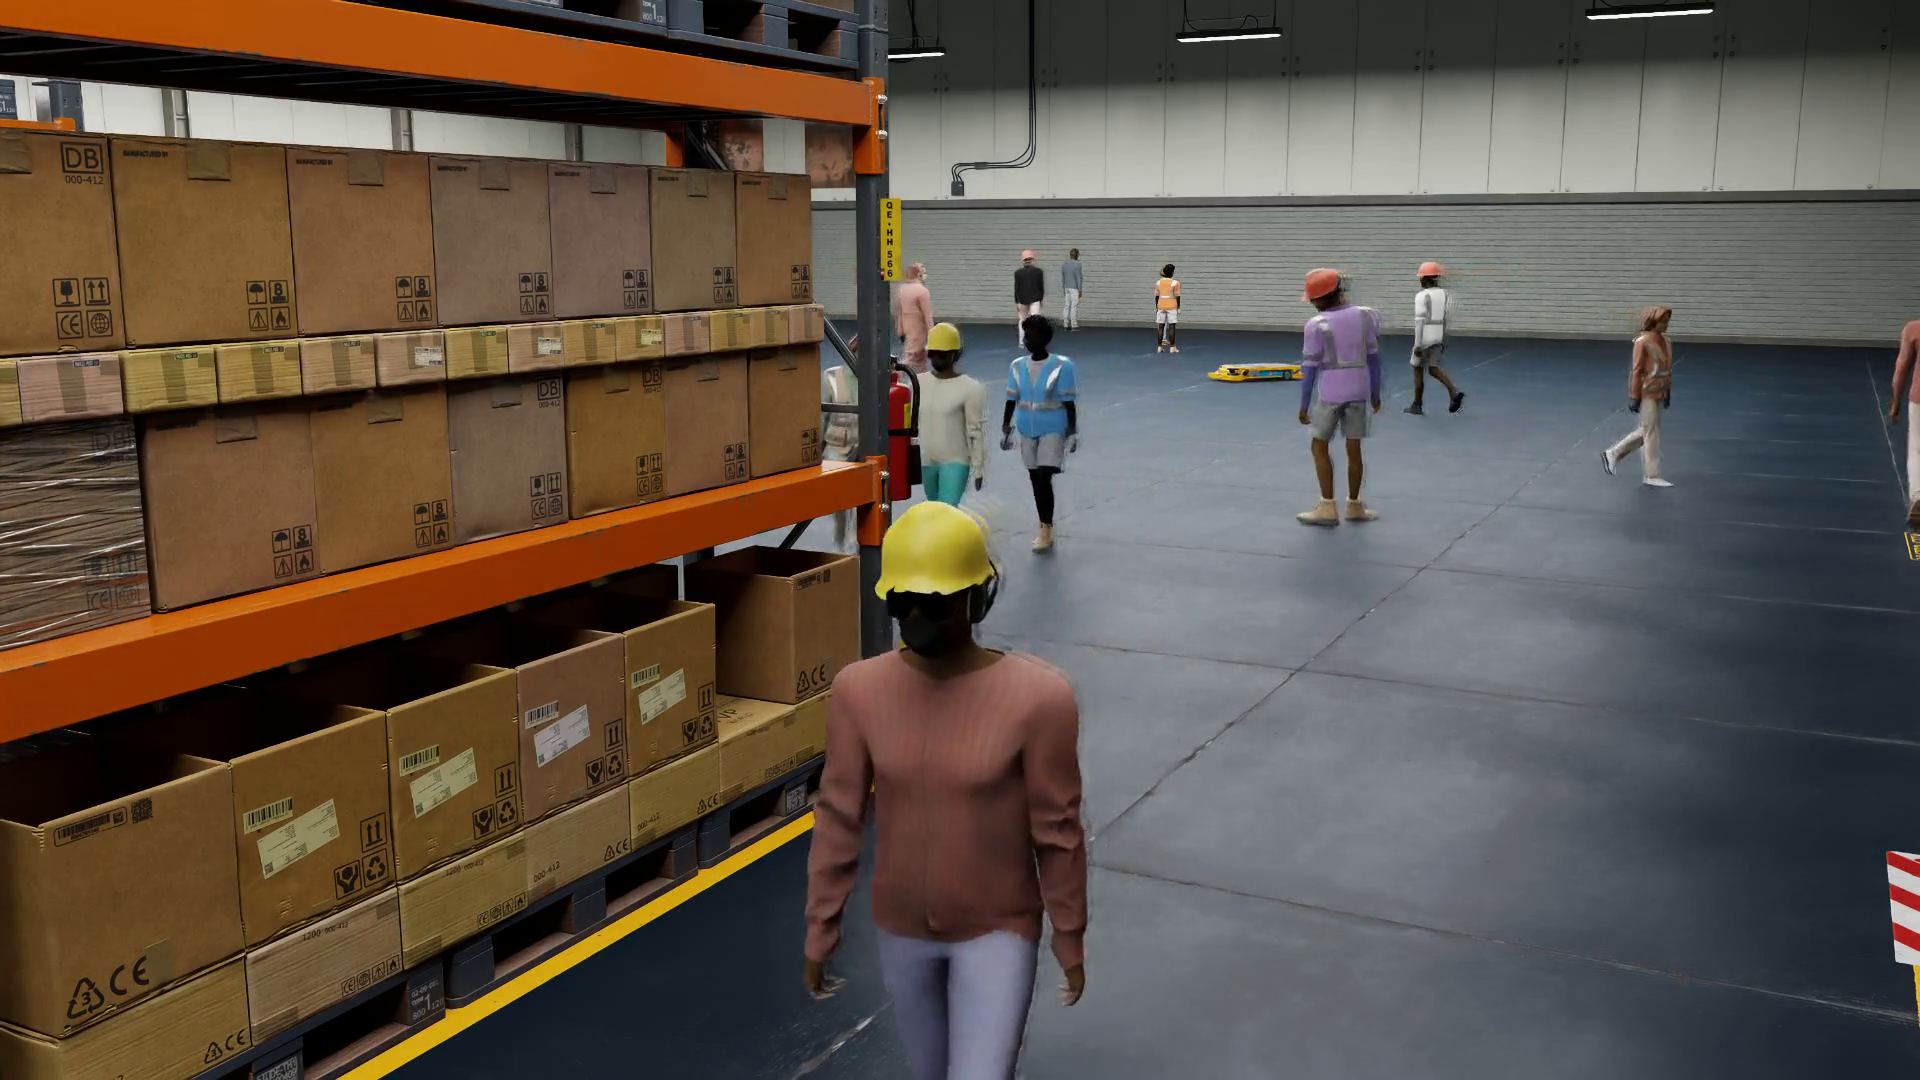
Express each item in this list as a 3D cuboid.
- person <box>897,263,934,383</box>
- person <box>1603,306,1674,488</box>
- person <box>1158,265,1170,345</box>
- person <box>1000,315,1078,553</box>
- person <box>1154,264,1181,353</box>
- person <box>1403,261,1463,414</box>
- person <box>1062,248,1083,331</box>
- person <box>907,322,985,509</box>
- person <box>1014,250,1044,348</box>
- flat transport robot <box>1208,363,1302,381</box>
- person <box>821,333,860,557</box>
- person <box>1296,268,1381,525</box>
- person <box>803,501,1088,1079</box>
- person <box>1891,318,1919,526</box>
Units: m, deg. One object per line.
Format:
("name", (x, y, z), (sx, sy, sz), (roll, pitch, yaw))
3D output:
("person", (-0.631, -2.900, 23.058), (0.988, 1.867, 0.646), (-6, 12, -28))
("person", (6.173, -1.309, 15.026), (0.516, 1.619, 0.693), (-8, 13, -38))
("person", (4.244, -4.848, 34.282), (0.286, 1.636, 0.499), (-1, 10, -7))
("person", (0.533, -0.748, 11.791), (0.554, 1.672, 0.601), (7, 13, 35))
("person", (3.967, -4.407, 31.715), (0.541, 1.695, 0.316), (7, 12, 32))
("person", (5.905, -2.498, 20.704), (0.552, 1.922, 0.726), (-7, 12, -32))
("person", (2.639, -5.862, 38.988), (0.362, 1.938, 0.631), (-7, 13, -35))
("person", (-0.086, -0.483, 10.258), (0.534, 1.724, 0.911), (6, 12, 32))
("person", (1.379, -4.744, 32.850), (0.622, 1.963, 0.921), (-1, 10, -7))
("flat transport robot", (4.643, -2.621, 25.860), (1.431, 0.197, 0.652), (-5, 11, -24))
("person", (-0.714, -0.577, 11.041), (0.565, 1.610, 0.370), (1, 10, 4))
("person", (2.973, -1.108, 12.958), (0.726, 1.991, 0.388), (-3, 11, -18))
("person", (-0.058, 0.795, 3.237), (0.545, 1.735, 0.796), (4, 11, 22))
("person", (7.592, -1.089, 12.916), (0.623, 1.965, 0.927), (5, 12, 27))
